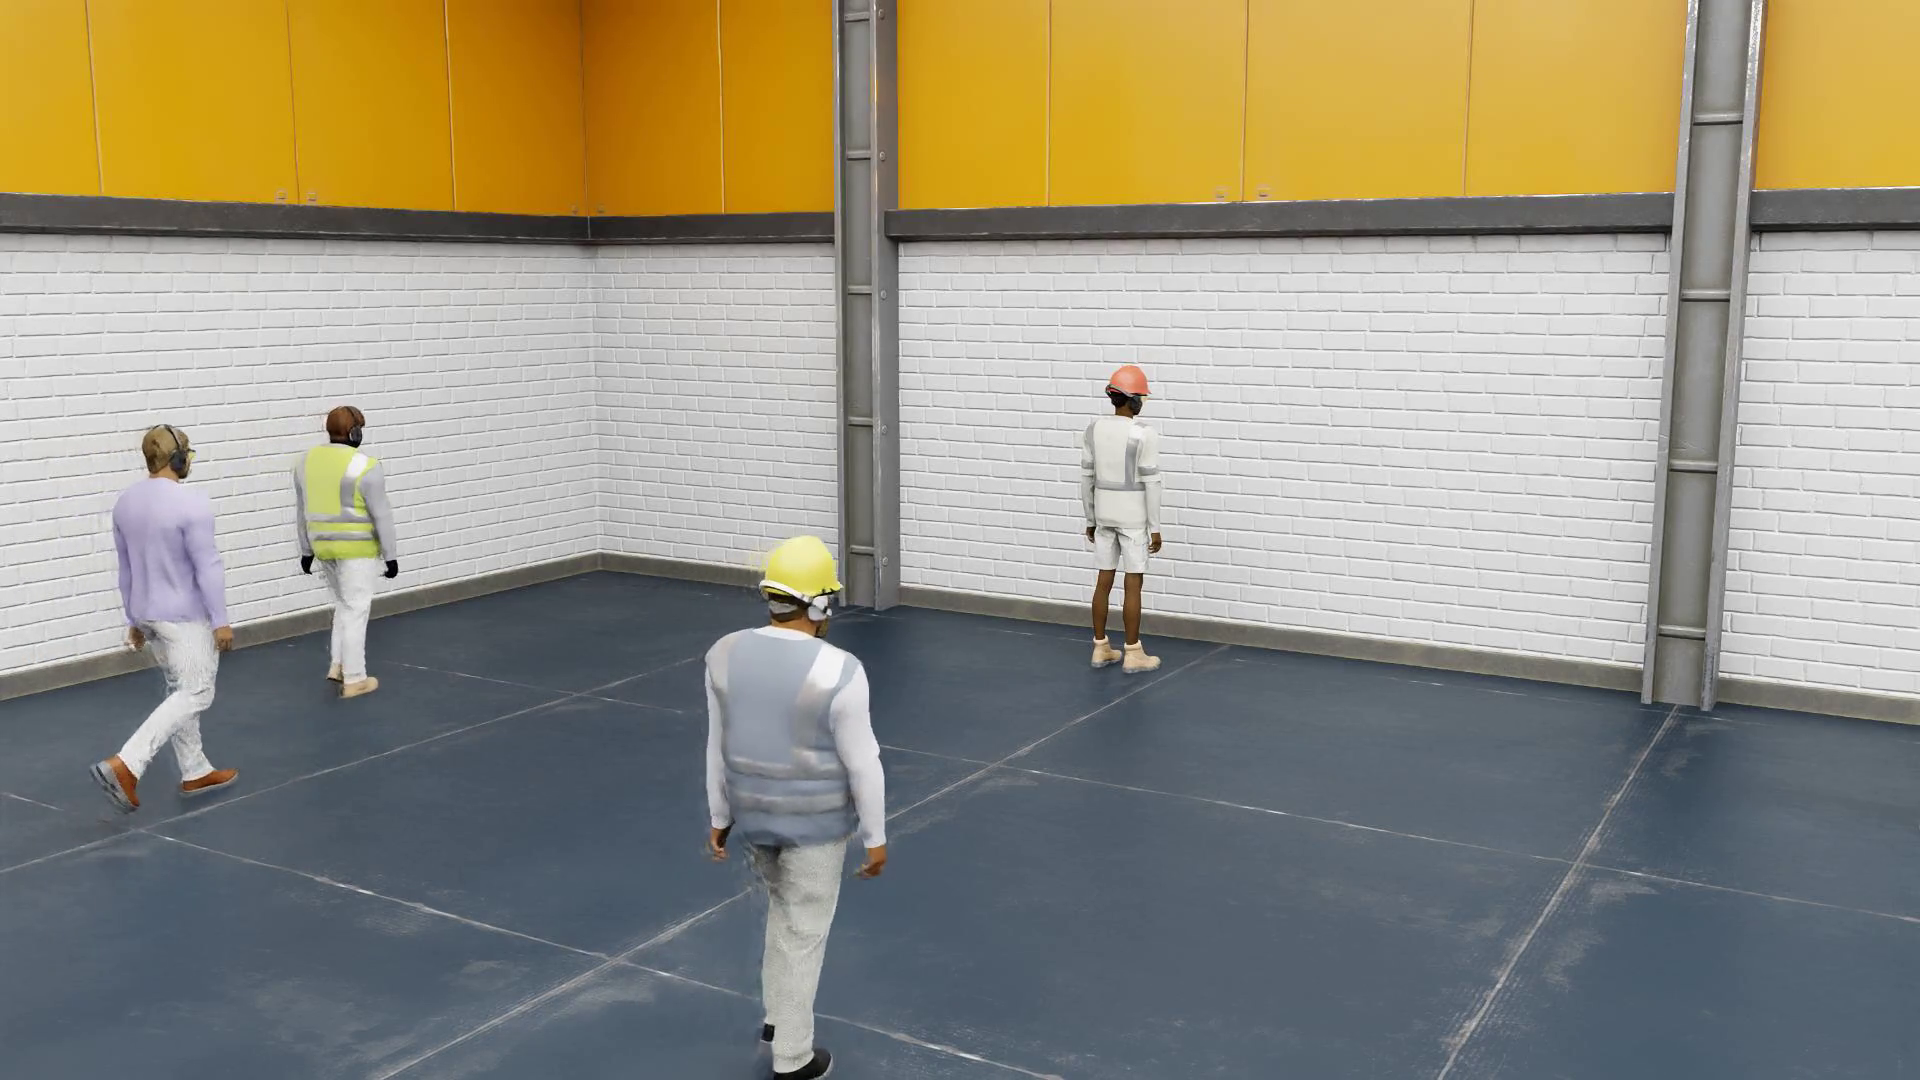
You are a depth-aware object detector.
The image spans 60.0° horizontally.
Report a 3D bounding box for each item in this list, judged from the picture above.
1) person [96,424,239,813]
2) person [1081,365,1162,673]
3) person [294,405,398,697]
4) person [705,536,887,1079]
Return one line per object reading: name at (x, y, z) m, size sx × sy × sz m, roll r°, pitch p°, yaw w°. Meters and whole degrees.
person at (-3.941, 0.392, 8.175) m, size 0.636 × 1.916 × 0.755 m, roll 5°, pitch 11°, yaw 30°
person at (1.100, -0.141, 11.092) m, size 0.616 × 2.041 × 0.378 m, roll 8°, pitch 12°, yaw 42°
person at (-3.816, 0.072, 10.431) m, size 0.658 × 1.828 × 0.480 m, roll 4°, pitch 10°, yaw 21°
person at (-0.493, 0.883, 5.415) m, size 0.617 × 1.812 × 0.538 m, roll 5°, pitch 10°, yaw 29°
